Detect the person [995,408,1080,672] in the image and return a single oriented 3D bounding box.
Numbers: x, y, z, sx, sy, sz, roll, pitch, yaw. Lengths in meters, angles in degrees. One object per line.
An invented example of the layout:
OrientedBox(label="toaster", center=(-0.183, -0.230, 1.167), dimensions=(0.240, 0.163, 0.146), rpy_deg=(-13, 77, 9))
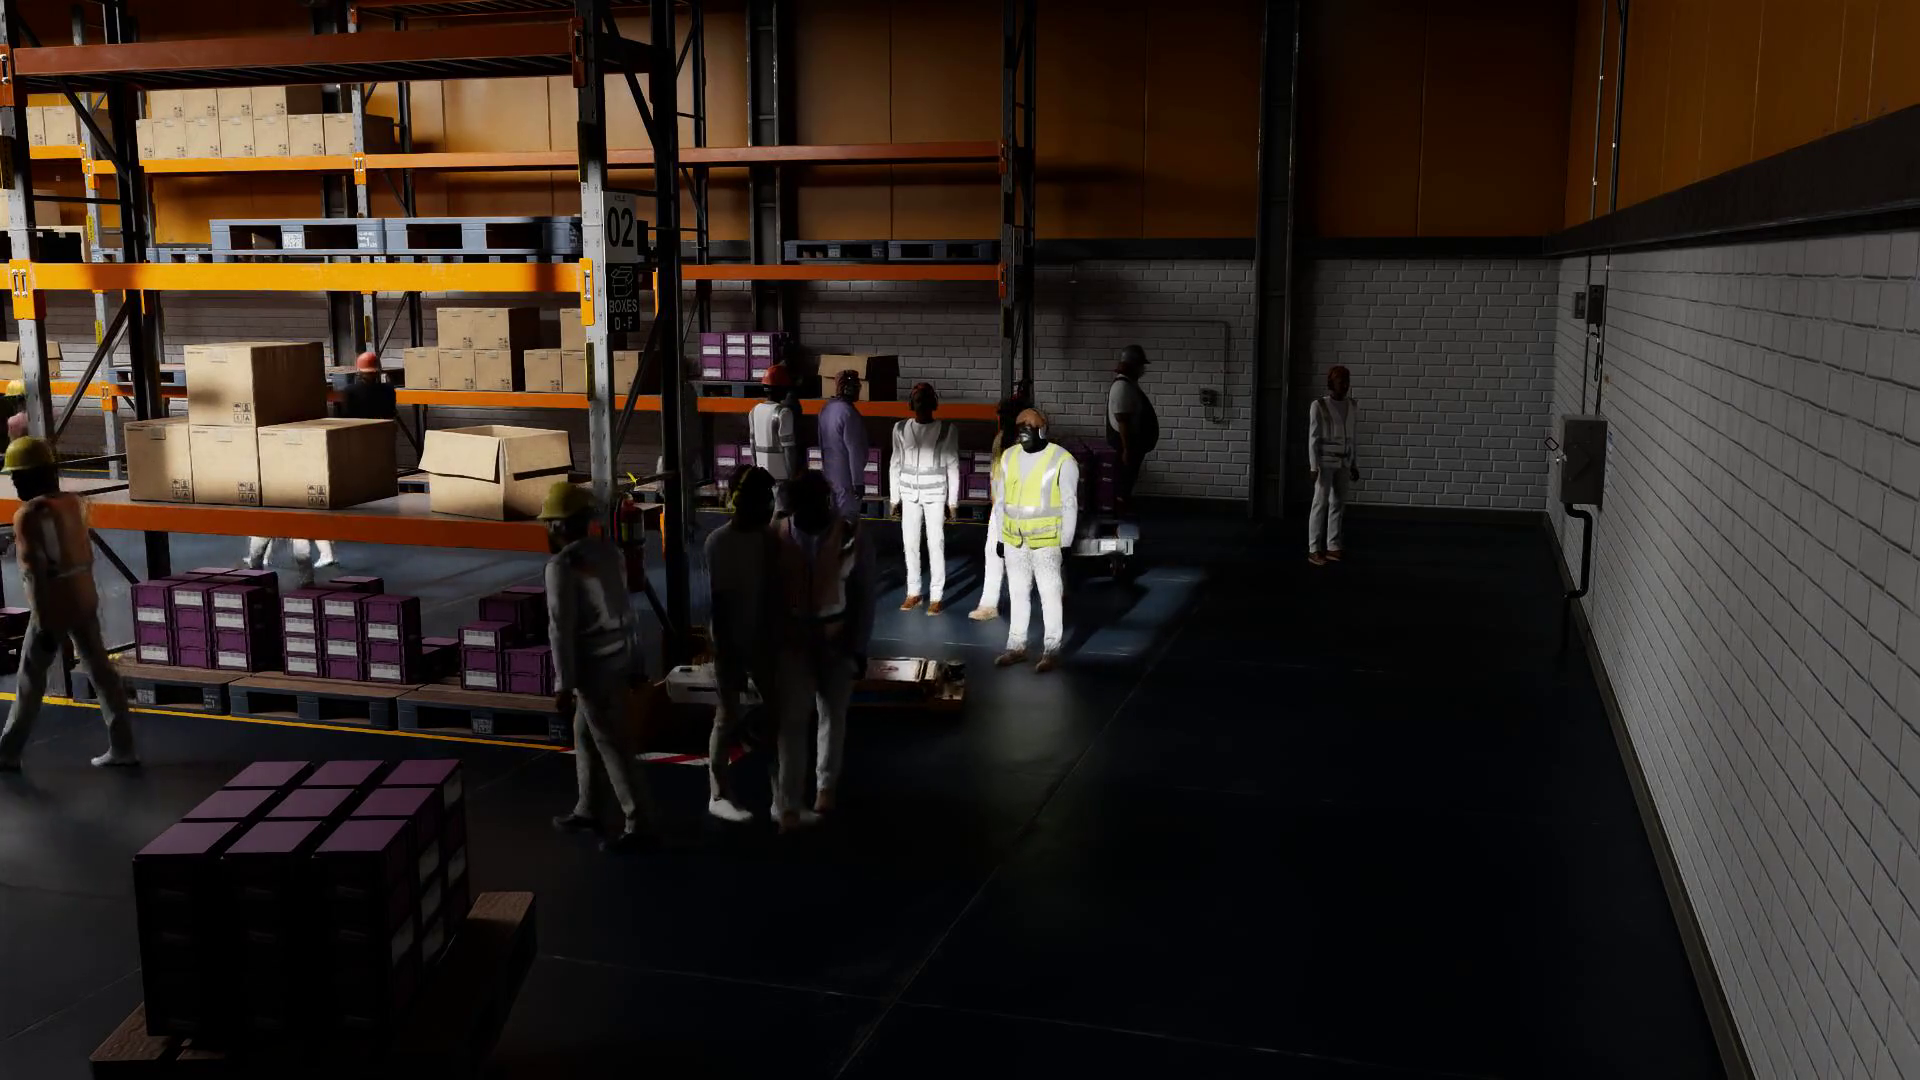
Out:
OrientedBox(label="person", center=(0.508, -0.001, 11.591), dimensions=(0.634, 1.841, 0.429), rpy_deg=(6, 11, 33))

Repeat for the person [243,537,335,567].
OrientedBox(label="person", center=(-6.272, -0.512, 15.491), dimensions=(0.905, 1.580, 0.527), rpy_deg=(3, 10, 15))

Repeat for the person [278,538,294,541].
OrientedBox(label="person", center=(-6.874, -0.906, 17.127), dimensions=(0.404, 1.834, 0.591), rpy_deg=(1, 9, 8))

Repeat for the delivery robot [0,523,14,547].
OrientedBox(label="delivery robot", center=(-9.405, -0.145, 16.092), dimensions=(0.707, 0.478, 0.477), rpy_deg=(6, 11, 32))

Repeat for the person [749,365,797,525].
OrientedBox(label="person", center=(-1.645, -0.602, 14.960), dimensions=(0.548, 1.937, 0.358), rpy_deg=(8, 12, 42))

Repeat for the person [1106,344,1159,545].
OrientedBox(label="person", center=(1.760, -0.981, 16.956), dimensions=(0.536, 2.000, 0.688), rpy_deg=(1, 9, 6))

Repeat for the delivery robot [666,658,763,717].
OrientedBox(label="delivery robot", center=(-1.371, 0.876, 9.868), dimensions=(0.707, 0.478, 0.477), rpy_deg=(1, 9, 3))

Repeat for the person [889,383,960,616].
OrientedBox(label="person", center=(-0.281, -0.330, 13.521), dimensions=(0.598, 1.882, 0.521), rpy_deg=(3, 10, 19))

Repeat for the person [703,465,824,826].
OrientedBox(label="person", center=(-1.004, 0.544, 8.272), dimensions=(0.764, 1.837, 0.520), rpy_deg=(6, 11, 34))

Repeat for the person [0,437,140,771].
OrientedBox(label="person", center=(-5.069, 0.365, 9.233), dimensions=(0.967, 1.872, 0.628), rpy_deg=(1, 9, 8))

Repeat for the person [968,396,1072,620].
OrientedBox(label="person", center=(0.509, -0.271, 13.383), dimensions=(0.942, 1.799, 0.624), rpy_deg=(-8, 12, -39))

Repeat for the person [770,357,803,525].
OrientedBox(label="person", center=(-1.690, -0.805, 16.193), dimensions=(0.353, 1.937, 0.635), rpy_deg=(-3, 10, -19))

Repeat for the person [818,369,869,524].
OrientedBox(label="person", center=(-1.003, -0.564, 14.825), dimensions=(0.401, 1.907, 0.648), rpy_deg=(-5, 11, -29))

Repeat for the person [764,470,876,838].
OrientedBox(label="person", center=(-0.726, 0.561, 8.268), dimensions=(0.616, 1.797, 0.917), rpy_deg=(0, 9, -1))

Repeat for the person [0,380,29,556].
OrientedBox(label="person", center=(-9.065, -0.679, 16.092), dimensions=(0.920, 1.712, 0.538), rpy_deg=(1, 9, 6))

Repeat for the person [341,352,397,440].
OrientedBox(label="person", center=(-6.198, -1.010, 17.449), dimensions=(0.598, 1.944, 0.970), rpy_deg=(-7, 12, -36))

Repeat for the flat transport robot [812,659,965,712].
OrientedBox(label="flat transport robot", center=(-0.692, 0.924, 10.728), dimensions=(1.431, 0.197, 0.652), rpy_deg=(0, 9, 2))

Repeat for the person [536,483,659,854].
OrientedBox(label="person", center=(-1.739, 0.617, 8.070), dimensions=(0.668, 1.778, 0.599), rpy_deg=(2, 10, 13))

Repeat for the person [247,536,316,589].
OrientedBox(label="person", center=(-5.905, -0.482, 14.364), dimensions=(0.958, 1.905, 0.641), rpy_deg=(7, 12, 38))

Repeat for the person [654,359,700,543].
OrientedBox(label="person", center=(-2.862, -0.911, 16.866), dimensions=(0.438, 1.928, 0.652), rpy_deg=(1, 9, 9))

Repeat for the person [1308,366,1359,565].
OrientedBox(label="person", center=(3.544, -0.707, 15.764), dimensions=(0.578, 1.882, 0.346), rpy_deg=(-5, 11, -29))
